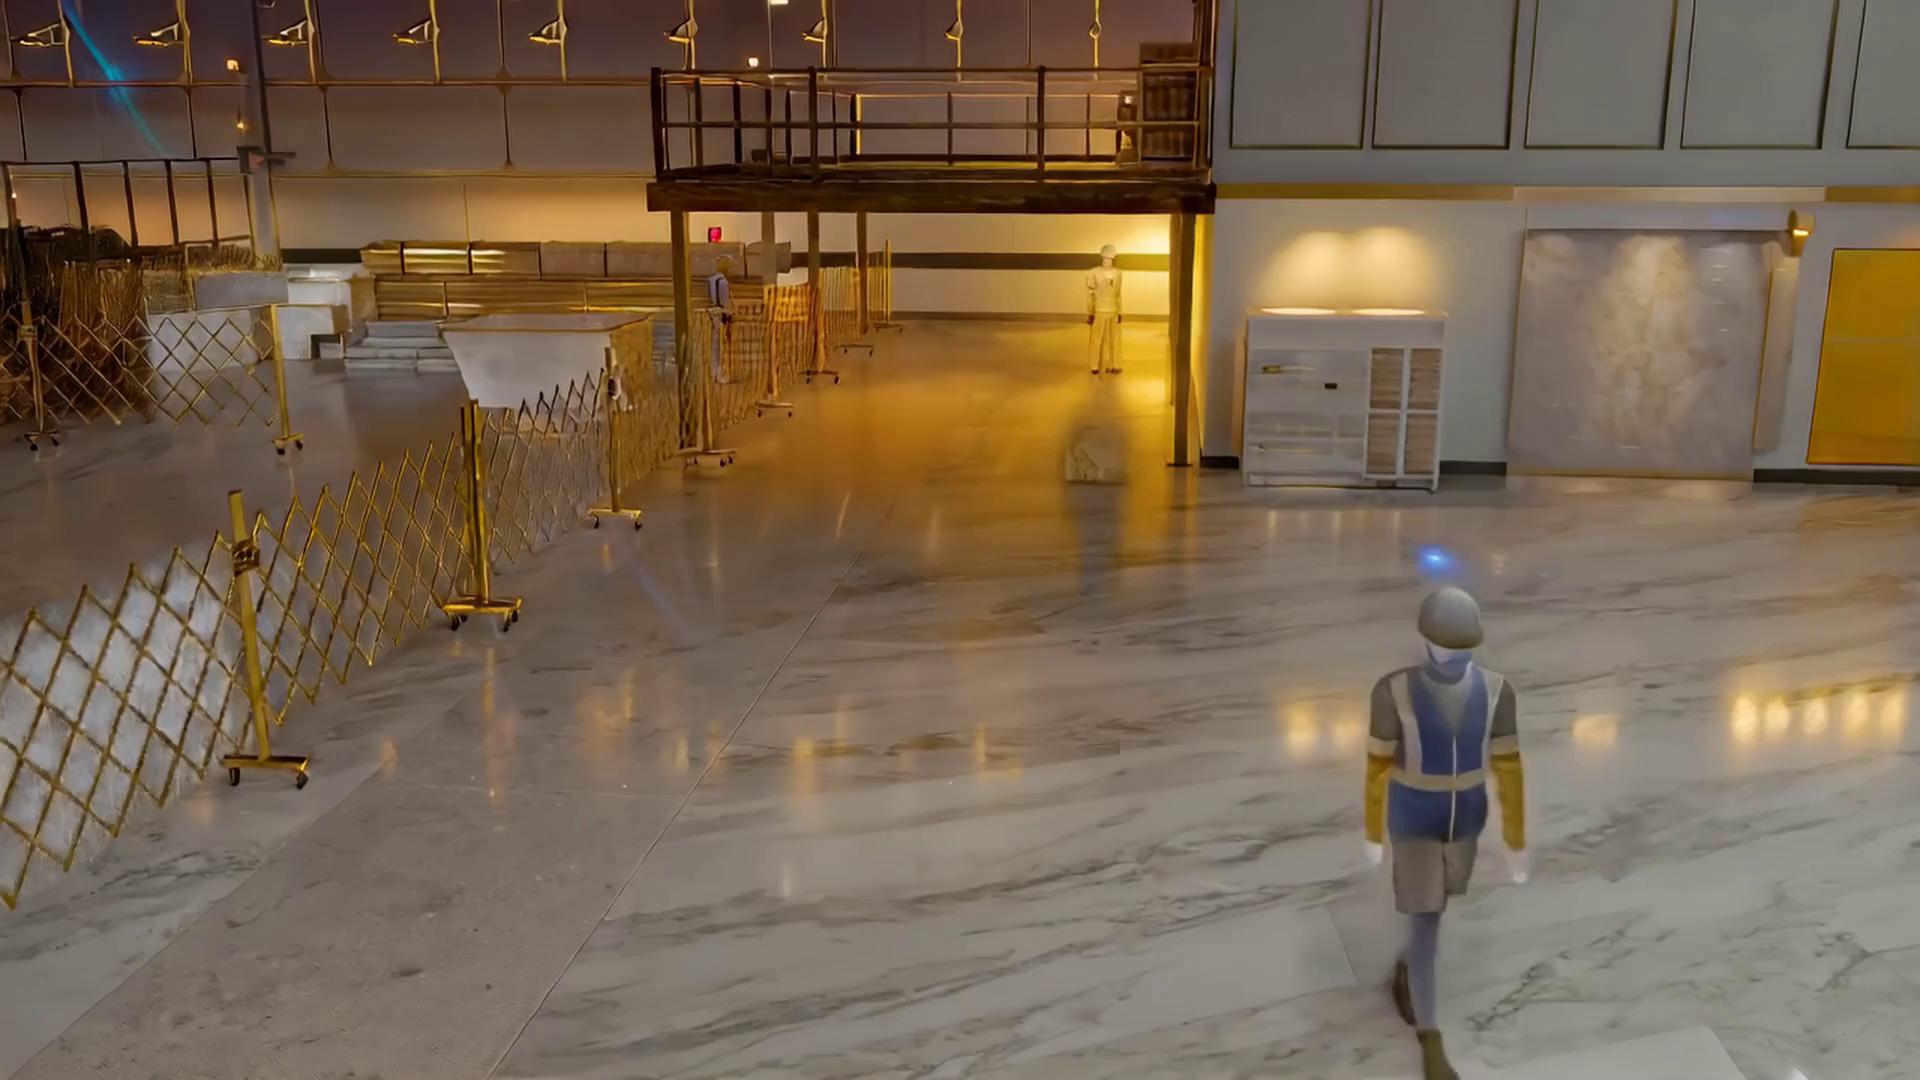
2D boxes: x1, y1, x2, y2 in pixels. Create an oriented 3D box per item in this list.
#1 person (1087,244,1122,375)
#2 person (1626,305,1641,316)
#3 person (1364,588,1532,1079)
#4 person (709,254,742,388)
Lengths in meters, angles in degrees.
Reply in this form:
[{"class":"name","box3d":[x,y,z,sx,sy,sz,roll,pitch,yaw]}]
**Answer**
[{"class":"person","box3d":[2.161,-3.425,24.770,0.587,1.930,0.355,-7,15,-25]},{"class":"person","box3d":[9.822,-3.281,24.372,0.909,1.841,0.526,-3,14,-10]},{"class":"person","box3d":[1.853,1.106,6.325,0.571,1.883,0.980,-1,14,-5]},{"class":"person","box3d":[-3.347,-3.099,23.538,0.355,1.883,0.575,-8,16,-28]}]
